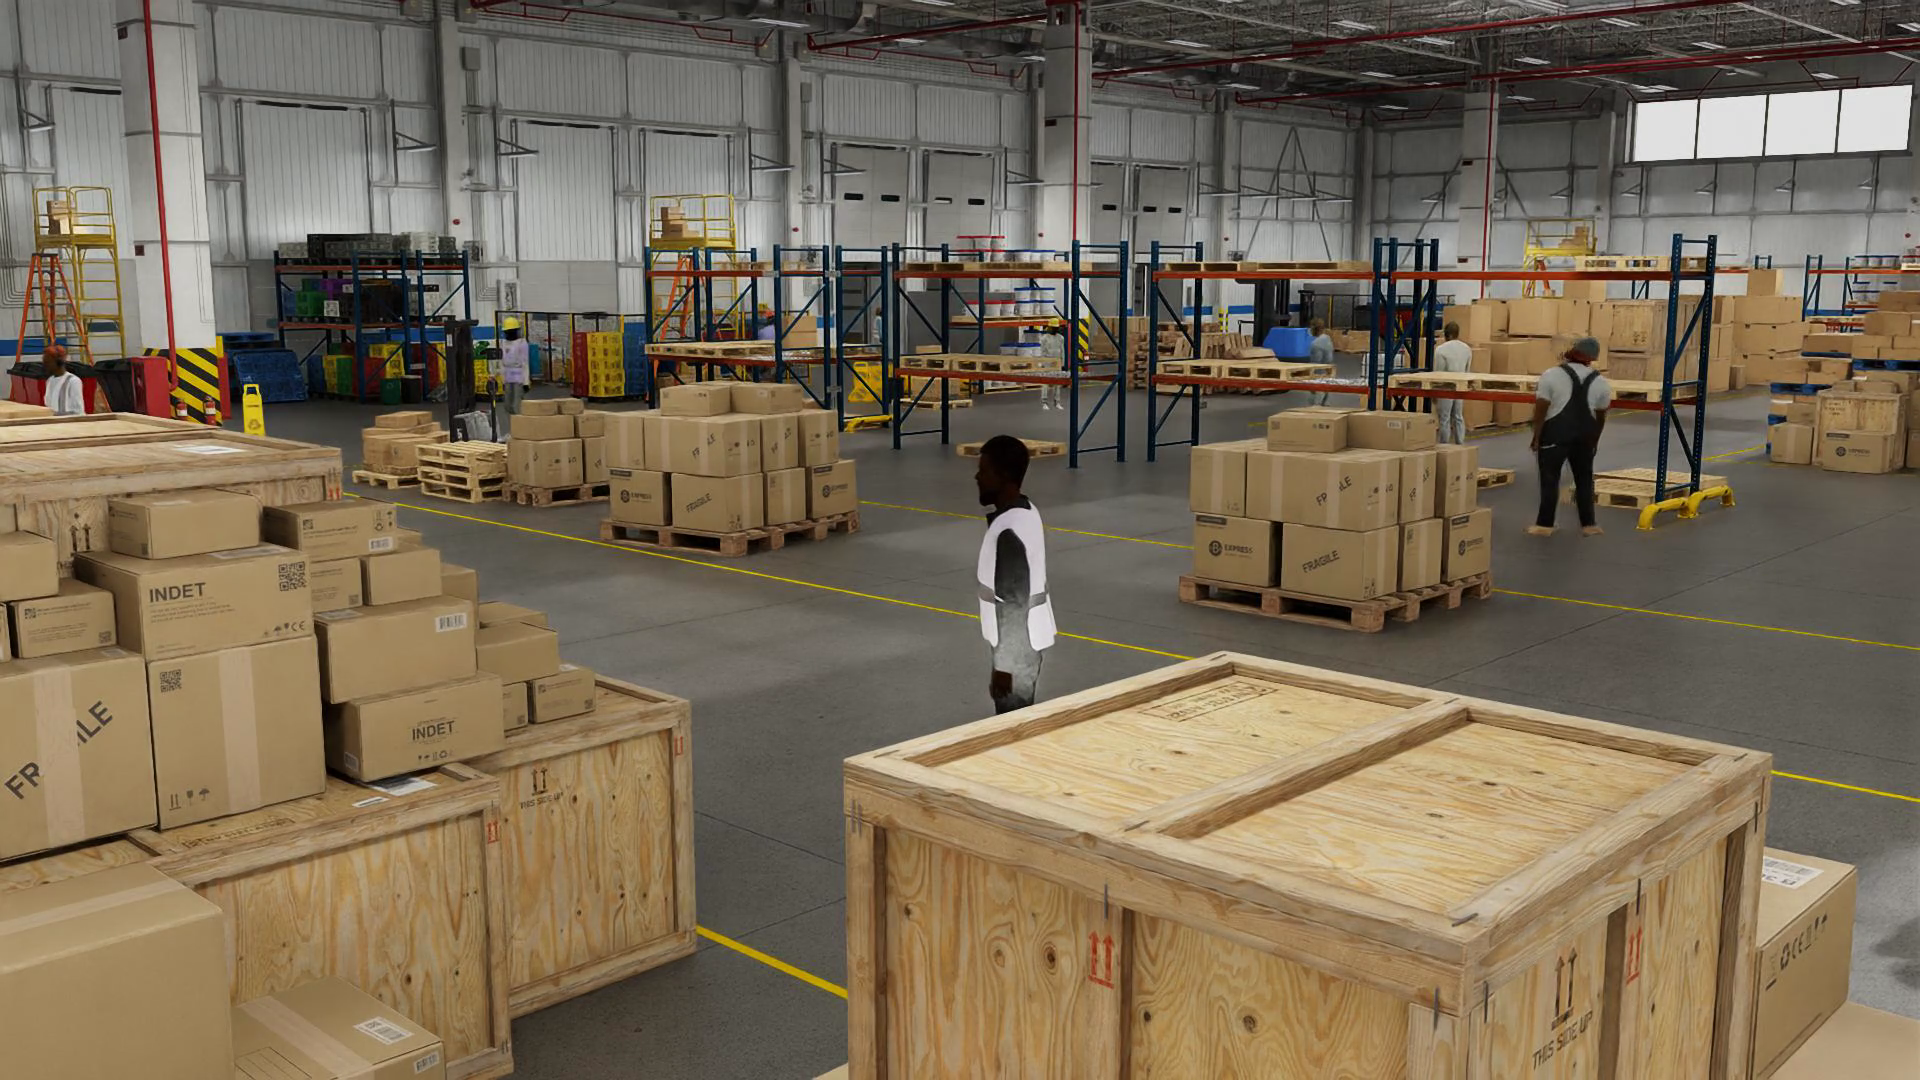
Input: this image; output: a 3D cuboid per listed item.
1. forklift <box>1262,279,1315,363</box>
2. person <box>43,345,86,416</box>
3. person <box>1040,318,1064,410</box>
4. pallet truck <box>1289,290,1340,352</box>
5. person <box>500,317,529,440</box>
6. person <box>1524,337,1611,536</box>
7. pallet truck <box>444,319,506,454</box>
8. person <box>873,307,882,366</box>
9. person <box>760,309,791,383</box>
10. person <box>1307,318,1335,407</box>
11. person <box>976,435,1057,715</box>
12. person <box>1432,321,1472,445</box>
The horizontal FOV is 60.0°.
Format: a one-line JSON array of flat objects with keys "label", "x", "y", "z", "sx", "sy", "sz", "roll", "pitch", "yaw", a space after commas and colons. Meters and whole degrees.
[{"label": "forklift", "x": 8.555, "y": -6.090, "z": 44.881, "sx": 1.873, "sy": 2.768, "sz": 1.129, "roll": 9, "pitch": 13, "yaw": 43}, {"label": "person", "x": -9.206, "y": -1.065, "z": 17.125, "sx": 0.584, "sy": 1.882, "sz": 0.342, "roll": 6, "pitch": 11, "yaw": 34}, {"label": "person", "x": 1.750, "y": -3.316, "z": 31.381, "sx": 0.485, "sy": 1.736, "sz": 0.321, "roll": -4, "pitch": 10, "yaw": -22}, {"label": "pallet truck", "x": 11.297, "y": -6.951, "z": 52.861, "sx": 1.885, "sy": 1.965, "sz": 0.823, "roll": -5, "pitch": 11, "yaw": -29}, {"label": "person", "x": -6.898, "y": -2.480, "z": 25.722, "sx": 0.600, "sy": 1.915, "sz": 0.387, "roll": 6, "pitch": 11, "yaw": 34}, {"label": "person", "x": 6.065, "y": -1.056, "z": 16.586, "sx": 0.772, "sy": 2.000, "sz": 0.534, "roll": 0, "pitch": 9, "yaw": -2}, {"label": "pallet truck", "x": -6.981, "y": -1.942, "z": 22.150, "sx": 1.885, "sy": 1.965, "sz": 0.823, "roll": 1, "pitch": 9, "yaw": 9}, {"label": "person", "x": -2.158, "y": -5.384, "z": 44.389, "sx": 0.313, "sy": 1.632, "sz": 0.522, "roll": -1, "pitch": 9, "yaw": -8}, {"label": "person", "x": -3.652, "y": -3.550, "z": 32.351, "sx": 0.571, "sy": 1.891, "sz": 0.864, "roll": 6, "pitch": 11, "yaw": 32}, {"label": "person", "x": 5.466, "y": -2.413, "z": 25.280, "sx": 0.414, "sy": 1.915, "sz": 0.650, "roll": 5, "pitch": 11, "yaw": 29}, {"label": "person", "x": 0.241, "y": 0.482, "z": 7.527, "sx": 0.393, "sy": 1.920, "sz": 0.587, "roll": 1, "pitch": 9, "yaw": 5}, {"label": "person", "x": 6.833, "y": -2.069, "z": 23.159, "sx": 0.623, "sy": 1.932, "sz": 0.367, "roll": -5, "pitch": 11, "yaw": -29}]
